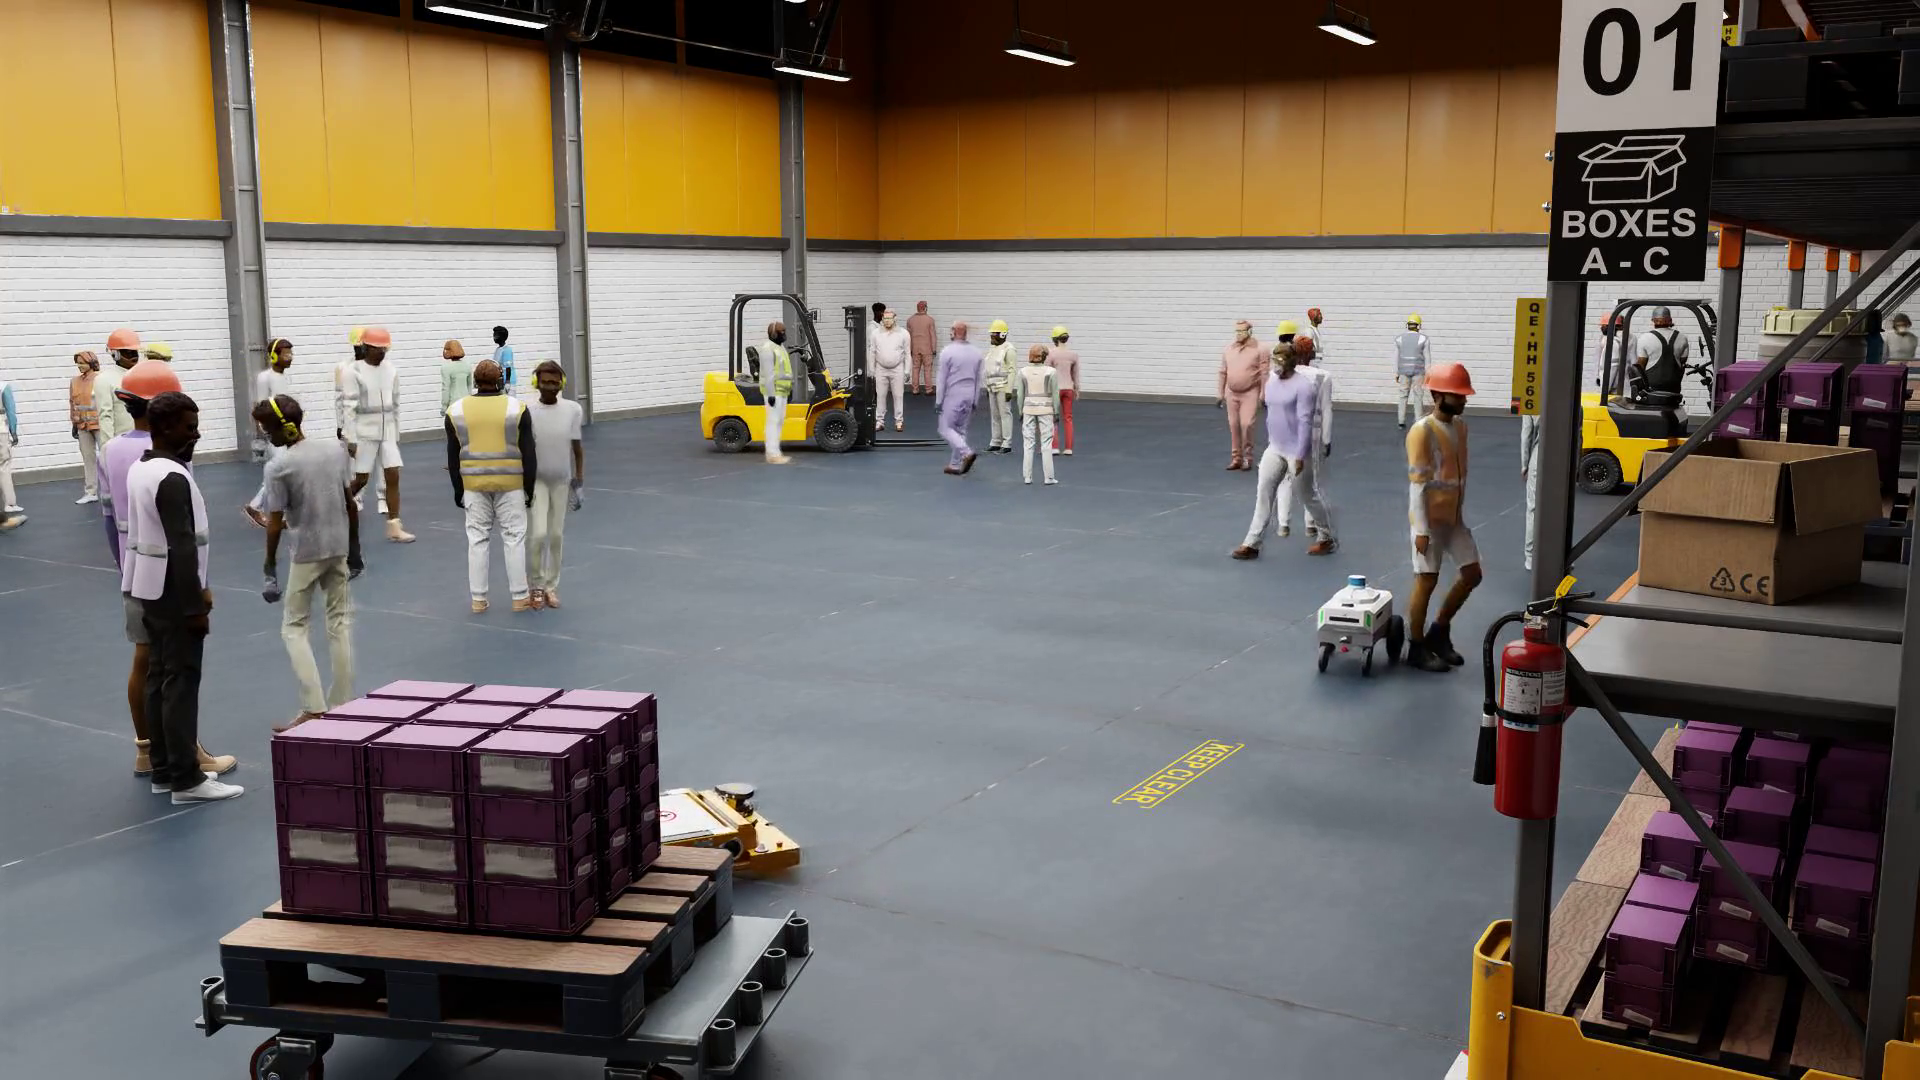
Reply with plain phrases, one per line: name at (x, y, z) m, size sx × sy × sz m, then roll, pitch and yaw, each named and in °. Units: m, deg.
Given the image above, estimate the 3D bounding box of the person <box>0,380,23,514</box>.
person at (-9.908, -1.076, 16.995) m, size 0.523 × 1.636 × 0.311 m, roll -1°, pitch 9°, yaw -8°

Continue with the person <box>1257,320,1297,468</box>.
person at (4.213, -1.858, 21.132) m, size 0.980 × 1.882 × 0.588 m, roll -4°, pitch 10°, yaw -24°

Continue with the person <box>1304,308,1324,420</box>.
person at (5.878, -2.911, 27.680) m, size 0.351 × 1.884 × 0.582 m, roll 3°, pitch 10°, yaw 20°

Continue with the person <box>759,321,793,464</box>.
person at (-2.375, -1.908, 21.553) m, size 0.429 × 1.842 × 0.632 m, roll 2°, pitch 9°, yaw 10°

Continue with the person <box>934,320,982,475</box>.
person at (-0.007, -1.705, 20.111) m, size 0.663 × 1.891 × 0.635 m, roll -8°, pitch 12°, yaw -43°

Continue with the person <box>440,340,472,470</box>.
person at (-6.288, -1.682, 20.775) m, size 0.283 × 1.636 × 0.500 m, roll 4°, pitch 10°, yaw 26°

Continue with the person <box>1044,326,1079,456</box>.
person at (1.340, -2.010, 22.453) m, size 0.557 × 1.753 × 0.369 m, roll -5°, pitch 10°, yaw -29°

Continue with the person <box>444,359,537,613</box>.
person at (-3.378, -0.387, 12.057) m, size 0.626 × 1.844 × 0.429 m, roll -1°, pitch 9°, yaw -6°

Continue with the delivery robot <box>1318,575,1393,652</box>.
delivery robot at (2.488, 0.465, 10.448) m, size 0.477 × 0.478 × 0.707 m, roll 4°, pitch 10°, yaw 25°

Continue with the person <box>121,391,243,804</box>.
person at (-3.667, 0.269, 7.740) m, size 0.391 × 1.914 × 0.587 m, roll -8°, pitch 12°, yaw -40°

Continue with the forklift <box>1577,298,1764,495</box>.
forklift at (7.954, -1.589, 18.462) m, size 2.313 × 2.155 × 1.214 m, roll 5°, pitch 11°, yaw 30°

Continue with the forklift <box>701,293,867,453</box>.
forklift at (-2.458, -2.344, 23.176) m, size 2.313 × 2.155 × 1.214 m, roll 0°, pitch 9°, yaw -2°

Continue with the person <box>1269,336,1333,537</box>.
person at (3.160, -0.942, 15.494) m, size 0.591 × 1.892 × 0.512 m, roll 3°, pitch 10°, yaw 17°

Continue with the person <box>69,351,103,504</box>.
person at (-9.213, -1.189, 17.687) m, size 0.518 × 1.639 × 0.312 m, roll 2°, pitch 9°, yaw 13°

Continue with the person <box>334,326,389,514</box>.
person at (-6.060, -1.214, 16.957) m, size 0.593 × 1.922 × 0.387 m, roll -2°, pitch 9°, yaw -10°

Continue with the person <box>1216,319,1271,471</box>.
person at (3.482, -1.792, 20.672) m, size 0.687 × 1.891 × 0.541 m, roll 6°, pitch 11°, yaw 34°

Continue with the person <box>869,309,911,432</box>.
person at (-1.093, -2.628, 25.844) m, size 0.651 × 1.906 × 0.401 m, roll 1°, pitch 9°, yaw 5°

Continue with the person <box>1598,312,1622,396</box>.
person at (8.772, -2.106, 22.486) m, size 0.378 × 1.938 × 0.547 m, roll 4°, pitch 10°, yaw 24°

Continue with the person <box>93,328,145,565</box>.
person at (-7.012, -0.785, 14.061) m, size 0.376 × 1.995 × 0.612 m, roll 2°, pitch 9°, yaw 10°

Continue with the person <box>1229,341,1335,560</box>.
person at (2.853, -0.767, 14.335) m, size 1.048 × 1.887 × 0.647 m, roll -5°, pitch 11°, yaw -31°

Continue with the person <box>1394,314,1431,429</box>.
person at (7.130, -2.644, 26.189) m, size 0.587 × 1.828 × 0.404 m, roll 6°, pitch 11°, yaw 31°

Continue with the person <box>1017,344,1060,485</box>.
person at (0.913, -1.451, 19.332) m, size 0.512 × 1.639 × 0.311 m, roll 3°, pitch 10°, yaw 19°

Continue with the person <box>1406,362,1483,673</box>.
person at (2.966, -0.129, 10.190) m, size 0.568 × 1.918 × 0.471 m, roll -8°, pitch 12°, yaw -40°

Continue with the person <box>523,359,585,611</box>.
person at (-2.990, -0.397, 12.131) m, size 0.504 × 1.843 × 0.552 m, roll -4°, pitch 10°, yaw -25°

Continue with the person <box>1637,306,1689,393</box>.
person at (9.400, -2.148, 22.428) m, size 0.683 × 2.000 × 0.538 m, roll 0°, pitch 9°, yaw -3°

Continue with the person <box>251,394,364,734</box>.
person at (-3.454, 0.129, 8.907) m, size 0.359 × 1.833 × 0.648 m, roll 7°, pitch 11°, yaw 35°

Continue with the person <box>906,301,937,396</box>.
person at (-0.747, -3.863, 33.552) m, size 0.643 × 1.909 × 0.410 m, roll 4°, pitch 10°, yaw 25°

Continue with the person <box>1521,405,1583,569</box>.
person at (4.897, -0.613, 13.772) m, size 0.483 × 1.745 × 0.302 m, roll 5°, pitch 10°, yaw 28°

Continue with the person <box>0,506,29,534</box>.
person at (-9.238, -0.934, 15.599) m, size 0.947 × 1.796 × 0.535 m, roll 0°, pitch 9°, yaw -1°

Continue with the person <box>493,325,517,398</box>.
person at (-6.746, -2.328, 24.647) m, size 0.321 × 1.691 × 0.537 m, roll -6°, pitch 11°, yaw -32°

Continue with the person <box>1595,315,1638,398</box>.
person at (10.029, -2.526, 25.436) m, size 0.645 × 1.832 × 0.506 m, roll 8°, pitch 12°, yaw 41°

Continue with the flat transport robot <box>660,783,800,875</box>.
flat transport robot at (-1.436, 1.246, 6.749) m, size 1.431 × 0.197 × 0.652 m, roll -5°, pitch 10°, yaw -27°

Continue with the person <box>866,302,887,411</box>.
person at (-1.469, -3.208, 29.332) m, size 0.391 × 1.952 × 0.606 m, roll 1°, pitch 9°, yaw 9°

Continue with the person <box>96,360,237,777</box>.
person at (-3.849, 0.155, 8.047) m, size 0.607 × 2.044 × 0.375 m, roll 5°, pitch 10°, yaw 26°

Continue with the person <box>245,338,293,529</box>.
person at (-6.512, -0.994, 15.832) m, size 0.466 × 1.847 × 0.568 m, roll 1°, pitch 9°, yaw 5°

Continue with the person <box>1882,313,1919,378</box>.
person at (13.436, -2.308, 23.890) m, size 0.653 × 1.879 × 0.996 m, roll 0°, pitch 9°, yaw -3°

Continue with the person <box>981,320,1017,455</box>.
person at (0.527, -2.069, 22.578) m, size 0.404 × 1.835 × 0.586 m, roll -5°, pitch 10°, yaw -29°

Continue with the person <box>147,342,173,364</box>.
person at (-8.273, -1.180, 17.284) m, size 0.557 × 1.743 × 0.401 m, roll 3°, pitch 10°, yaw 19°

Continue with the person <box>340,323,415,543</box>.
person at (-5.410, -0.983, 15.271) m, size 0.854 × 2.013 × 0.629 m, roll 7°, pitch 11°, yaw 36°
